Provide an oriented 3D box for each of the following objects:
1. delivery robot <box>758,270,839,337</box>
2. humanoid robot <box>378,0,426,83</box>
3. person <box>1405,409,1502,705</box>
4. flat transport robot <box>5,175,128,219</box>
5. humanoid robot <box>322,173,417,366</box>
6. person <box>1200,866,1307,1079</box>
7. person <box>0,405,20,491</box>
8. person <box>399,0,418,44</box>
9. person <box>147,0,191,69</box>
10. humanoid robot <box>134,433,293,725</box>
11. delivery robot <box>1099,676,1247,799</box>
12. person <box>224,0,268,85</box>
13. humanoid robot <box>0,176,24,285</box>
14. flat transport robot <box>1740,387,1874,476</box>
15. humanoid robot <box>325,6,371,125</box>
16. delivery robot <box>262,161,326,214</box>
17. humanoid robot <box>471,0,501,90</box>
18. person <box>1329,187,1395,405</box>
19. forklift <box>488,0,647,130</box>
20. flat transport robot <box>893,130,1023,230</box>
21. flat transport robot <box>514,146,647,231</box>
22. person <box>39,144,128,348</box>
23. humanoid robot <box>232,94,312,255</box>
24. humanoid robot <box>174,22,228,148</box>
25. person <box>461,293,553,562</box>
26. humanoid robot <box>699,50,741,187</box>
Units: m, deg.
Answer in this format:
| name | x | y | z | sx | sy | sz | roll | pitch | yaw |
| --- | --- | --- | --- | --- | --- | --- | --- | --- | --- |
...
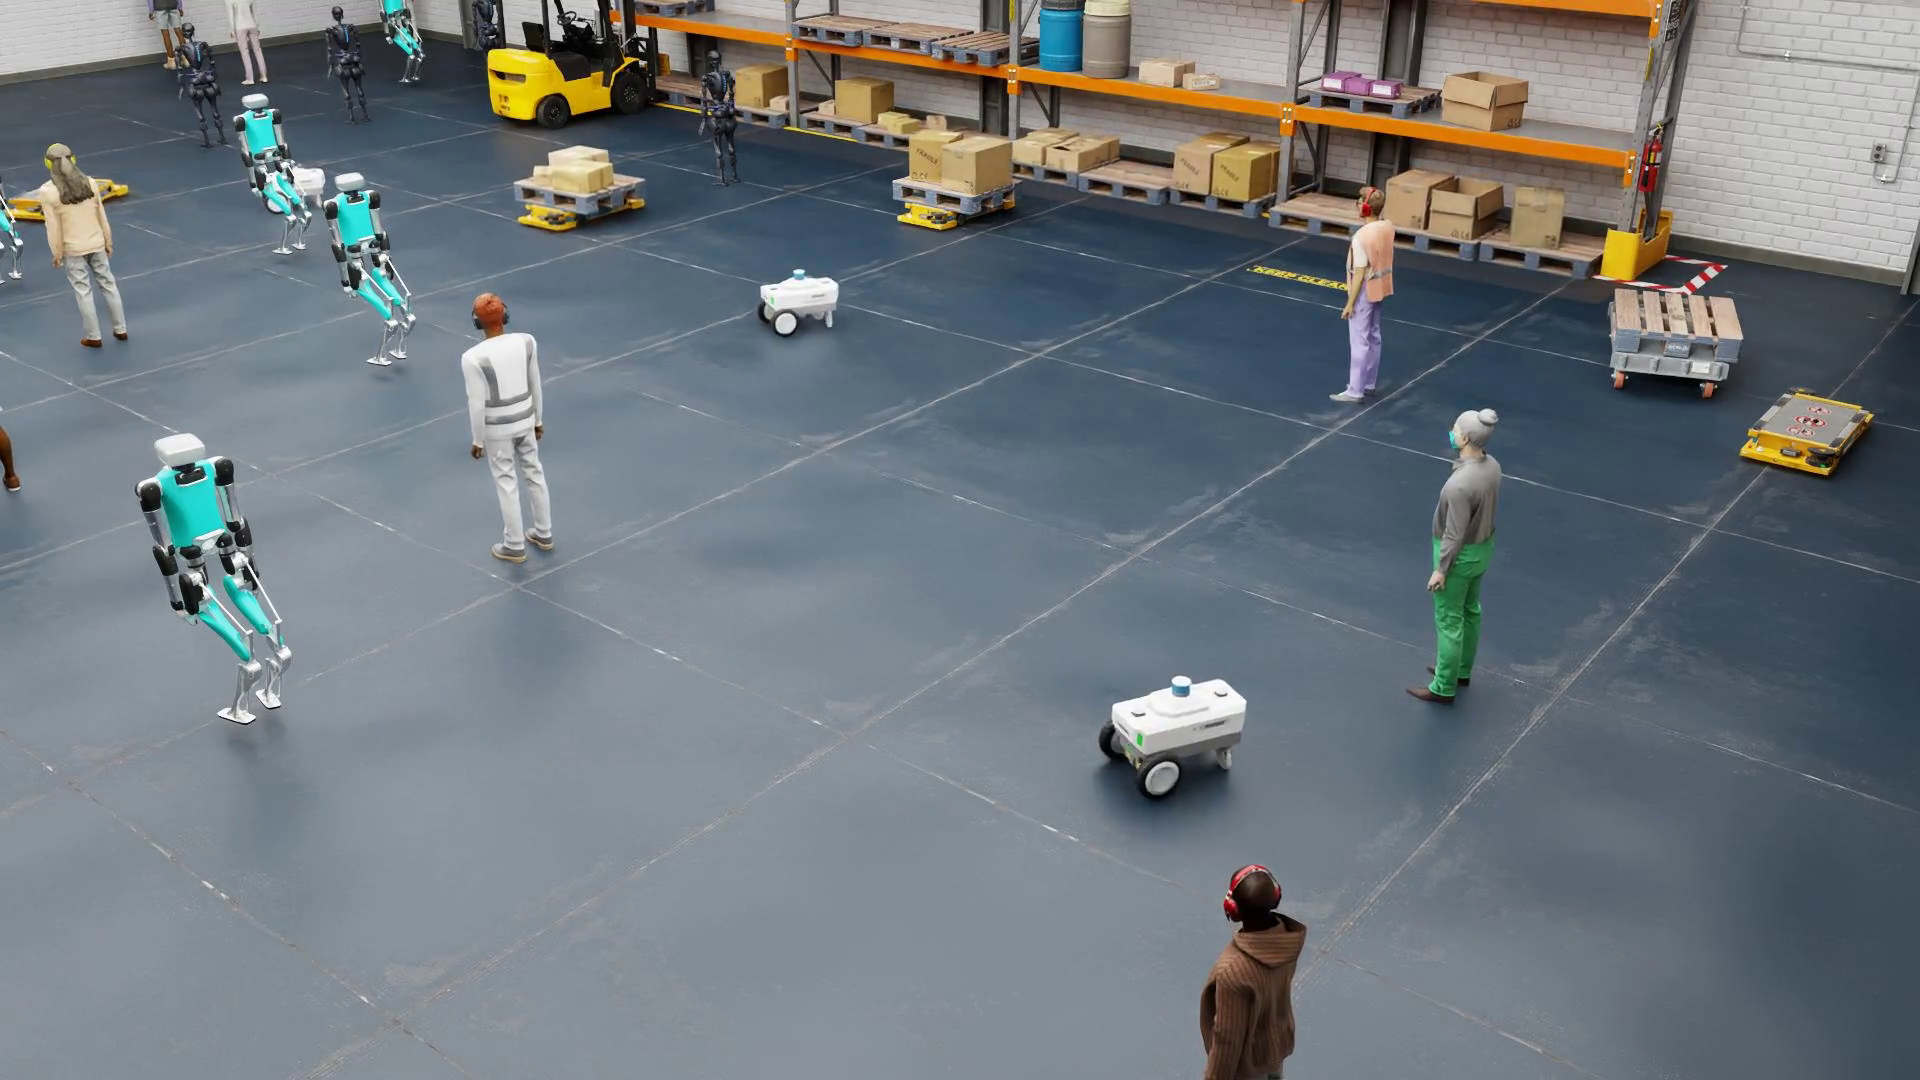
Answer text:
| name | x | y | z | sx | sy | sz | roll | pitch | yaw |
| --- | --- | --- | --- | --- | --- | --- | --- | --- | --- |
| delivery robot | -1.564 | -2.281 | 15.982 | 0.781 | 0.610 | 0.499 | -11 | 28 | -21 |
| humanoid robot | -8.909 | -8.194 | 26.698 | 0.735 | 1.677 | 0.533 | 19 | 32 | 34 |
| person | 2.875 | 0.088 | 9.588 | 0.346 | 1.836 | 0.512 | 20 | 32 | 36 |
| flat transport robot | -10.832 | -4.143 | 20.151 | 0.659 | 0.231 | 1.431 | 5 | 26 | 10 |
| humanoid robot | -5.094 | -2.337 | 14.569 | 0.735 | 1.676 | 0.533 | 19 | 32 | 34 |
| person | 1.046 | 1.884 | 6.075 | 0.325 | 1.650 | 0.459 | 20 | 32 | 36 |
| person | -7.326 | -1.172 | 12.185 | 0.402 | 1.847 | 0.493 | 20 | 32 | 36 |
| person | -10.305 | -9.999 | 30.704 | 0.313 | 1.636 | 0.514 | 20 | 32 | 36 |
| person | -13.559 | -9.078 | 28.338 | 0.390 | 2.040 | 0.607 | 20 | 32 | 36 |
| humanoid robot | -4.026 | 0.265 | 9.179 | 0.735 | 1.677 | 0.533 | 19 | 32 | 34 |
| delivery robot | 1.165 | 1.042 | 9.101 | 0.781 | 0.610 | 0.499 | -11 | 28 | -21 |
| person | -11.654 | -8.321 | 27.084 | 0.326 | 1.765 | 0.525 | 20 | 32 | 36 |
| humanoid robot | -9.815 | -3.401 | 16.772 | 0.735 | 1.676 | 0.533 | 19 | 32 | 34 |
| flat transport robot | 6.841 | -0.882 | 13.396 | 0.659 | 0.231 | 1.431 | 19 | 32 | 34 |
| humanoid robot | -8.979 | -6.948 | 24.327 | 0.315 | 1.655 | 0.599 | 19 | 32 | 34 |
| delivery robot | -8.060 | -4.246 | 20.053 | 0.781 | 0.610 | 0.499 | -11 | 28 | -21 |
| humanoid robot | -7.558 | -8.090 | 26.693 | 0.315 | 1.655 | 0.599 | 19 | 32 | 34 |
| person | 3.418 | -2.039 | 13.979 | 0.395 | 1.846 | 0.563 | 20 | 32 | 36 |
| forklift | -5.874 | -7.334 | 24.552 | 1.214 | 2.155 | 2.313 | 19 | 32 | 34 |
| flat transport robot | -0.027 | -3.956 | 19.764 | 0.659 | 0.231 | 1.431 | 19 | 32 | 34 |
| flat transport robot | -4.483 | -3.943 | 19.736 | 0.659 | 0.231 | 1.431 | 16 | 30 | 30 |
| person | -8.082 | -2.697 | 15.311 | 0.400 | 1.877 | 0.554 | 20 | 32 | 36 |
| humanoid robot | -7.258 | -3.877 | 17.758 | 0.735 | 1.676 | 0.533 | 19 | 32 | 34 |
| humanoid robot | -10.489 | -6.277 | 22.933 | 0.315 | 1.657 | 0.599 | 19 | 32 | 34 |
| person | -3.070 | -0.754 | 11.277 | 0.361 | 1.882 | 0.573 | 20 | 32 | 36 |
| humanoid robot | -3.029 | -5.313 | 20.941 | 0.315 | 1.655 | 0.599 | 19 | 32 | 34 |
